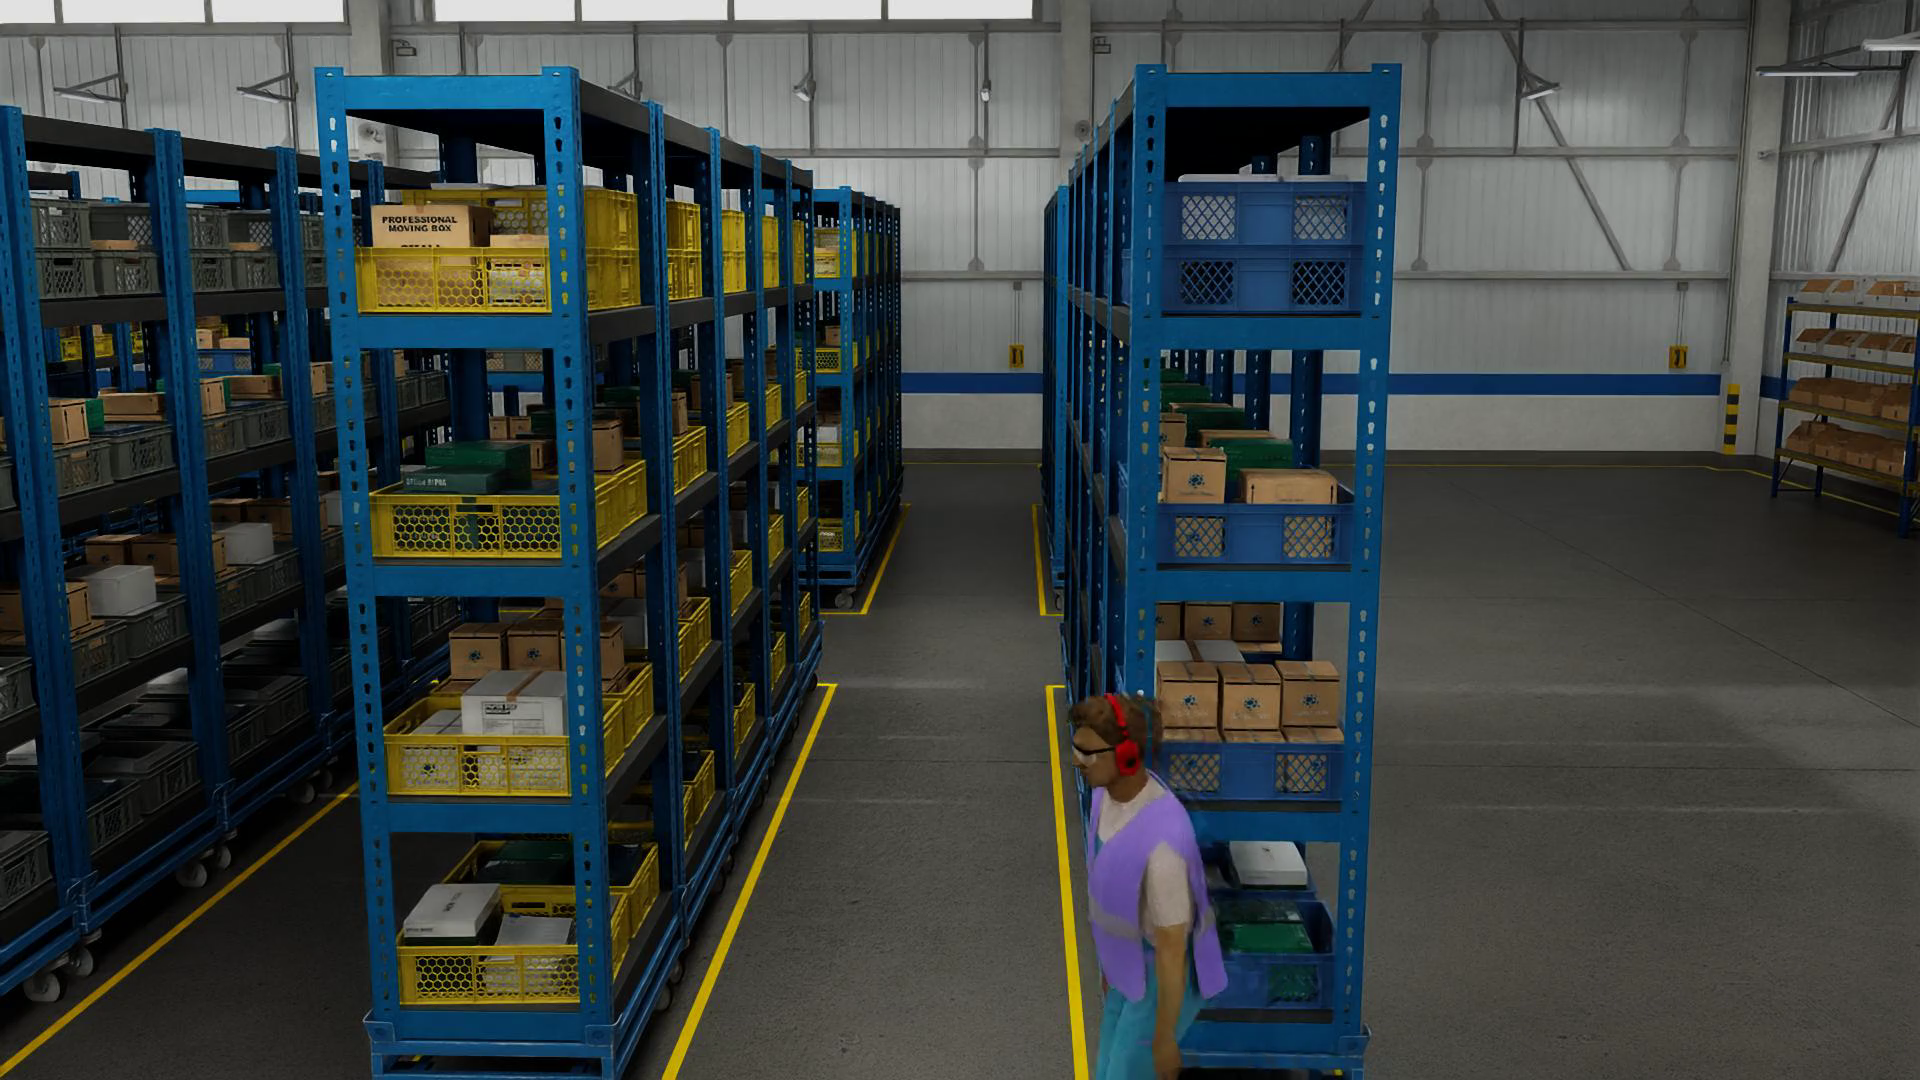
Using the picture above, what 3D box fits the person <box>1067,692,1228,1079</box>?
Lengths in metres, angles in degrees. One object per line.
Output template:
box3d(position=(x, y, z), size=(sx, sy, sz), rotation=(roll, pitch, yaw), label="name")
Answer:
box3d(position=(0.597, 1.309, 4.886), size=(0.592, 1.810, 0.577), rotation=(-1, 10, -7), label="person")
